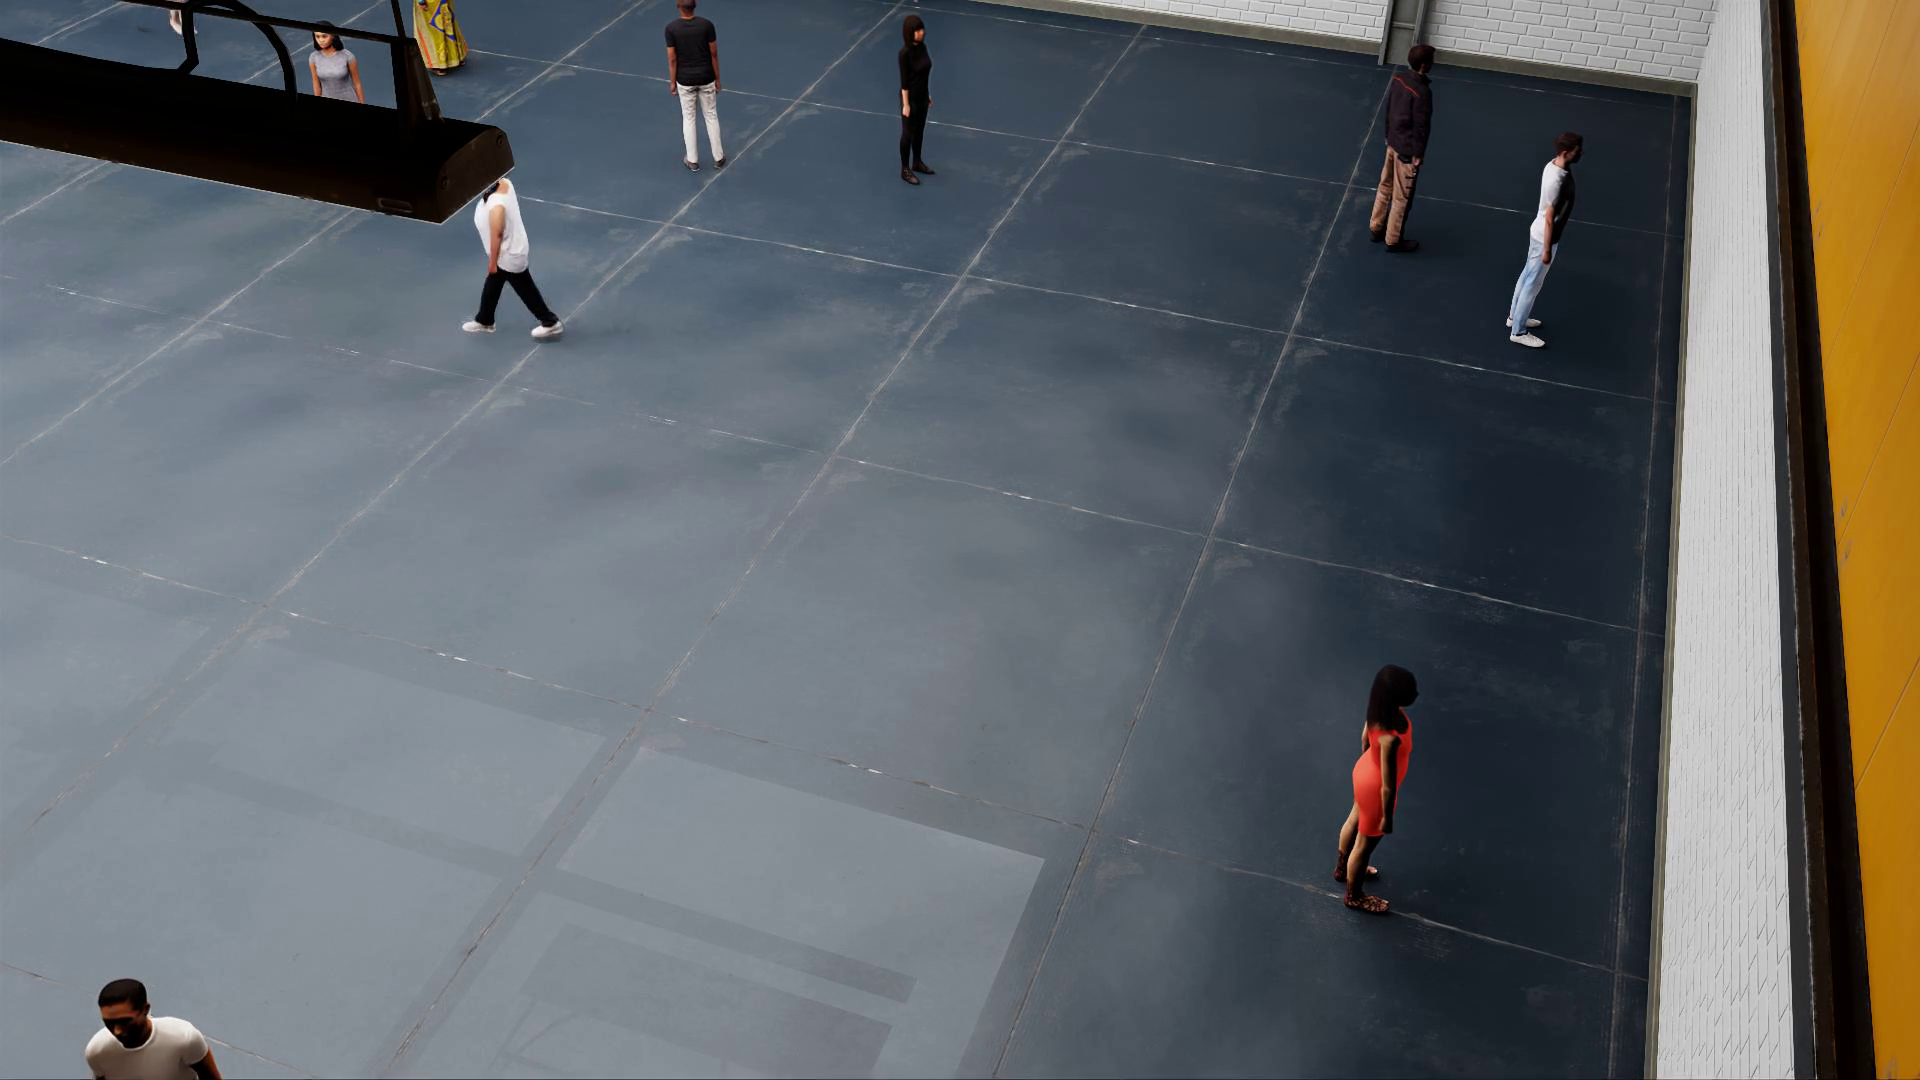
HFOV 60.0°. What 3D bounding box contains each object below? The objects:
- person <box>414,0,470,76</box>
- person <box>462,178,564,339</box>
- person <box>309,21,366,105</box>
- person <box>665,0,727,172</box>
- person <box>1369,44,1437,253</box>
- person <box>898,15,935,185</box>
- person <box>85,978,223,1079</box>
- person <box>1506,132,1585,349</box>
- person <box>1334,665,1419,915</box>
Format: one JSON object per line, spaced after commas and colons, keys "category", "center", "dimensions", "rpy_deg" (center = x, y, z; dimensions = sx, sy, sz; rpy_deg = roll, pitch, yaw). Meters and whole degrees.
{"category": "person", "center": [-5.795, -5.995, 18.311], "dimensions": [0.801, 1.659, 0.879], "rpy_deg": [18, 42, 21]}
{"category": "person", "center": [-3.709, -2.385, 13.799], "dimensions": [1.189, 1.649, 0.977], "rpy_deg": [-4, 39, -5]}
{"category": "person", "center": [-5.847, -4.052, 15.782], "dimensions": [0.623, 1.781, 0.734], "rpy_deg": [-6, 39, -8]}
{"category": "person", "center": [-2.596, -4.508, 16.332], "dimensions": [0.729, 1.805, 0.822], "rpy_deg": [-9, 40, -11]}
{"category": "person", "center": [4.020, -3.549, 15.037], "dimensions": [0.831, 1.925, 0.791], "rpy_deg": [-13, 41, -16]}
{"category": "person", "center": [-0.456, -4.318, 16.226], "dimensions": [0.572, 1.642, 0.615], "rpy_deg": [23, 44, 26]}
{"category": "person", "center": [-3.525, 2.570, 7.471], "dimensions": [0.666, 1.804, 0.782], "rpy_deg": [-8, 39, -10]}
{"category": "person", "center": [4.847, -2.516, 13.801], "dimensions": [0.564, 1.851, 0.664], "rpy_deg": [9, 39, 11]}
{"category": "person", "center": [2.265, 1.345, 9.072], "dimensions": [0.641, 1.719, 0.653], "rpy_deg": [0, 39, -1]}
